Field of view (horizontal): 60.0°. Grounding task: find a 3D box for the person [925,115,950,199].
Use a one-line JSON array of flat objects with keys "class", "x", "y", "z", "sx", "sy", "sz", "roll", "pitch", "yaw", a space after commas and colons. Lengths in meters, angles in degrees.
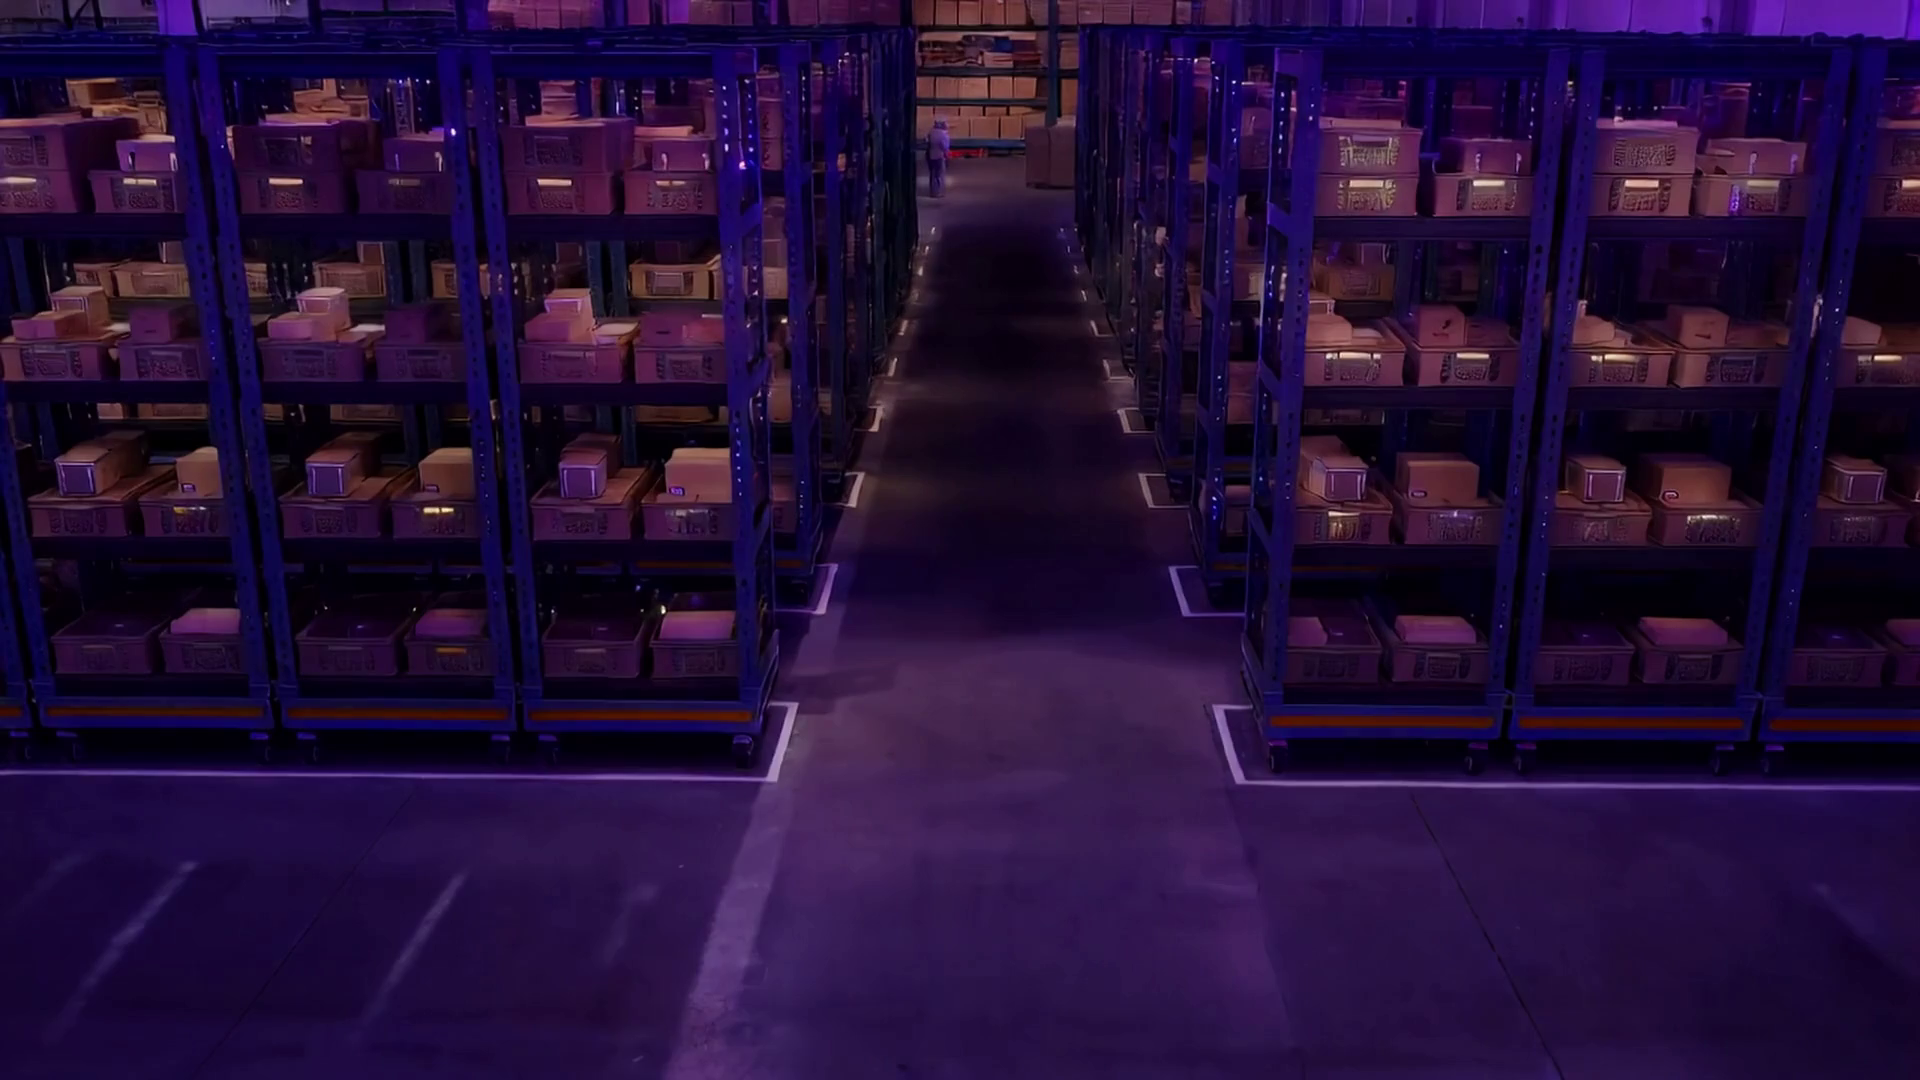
[{"class": "person", "x": -0.472, "y": -8.189, "z": 35.587, "sx": 0.561, "sy": 1.752, "sz": 0.326, "roll": 6, "pitch": 18, "yaw": 18}]
